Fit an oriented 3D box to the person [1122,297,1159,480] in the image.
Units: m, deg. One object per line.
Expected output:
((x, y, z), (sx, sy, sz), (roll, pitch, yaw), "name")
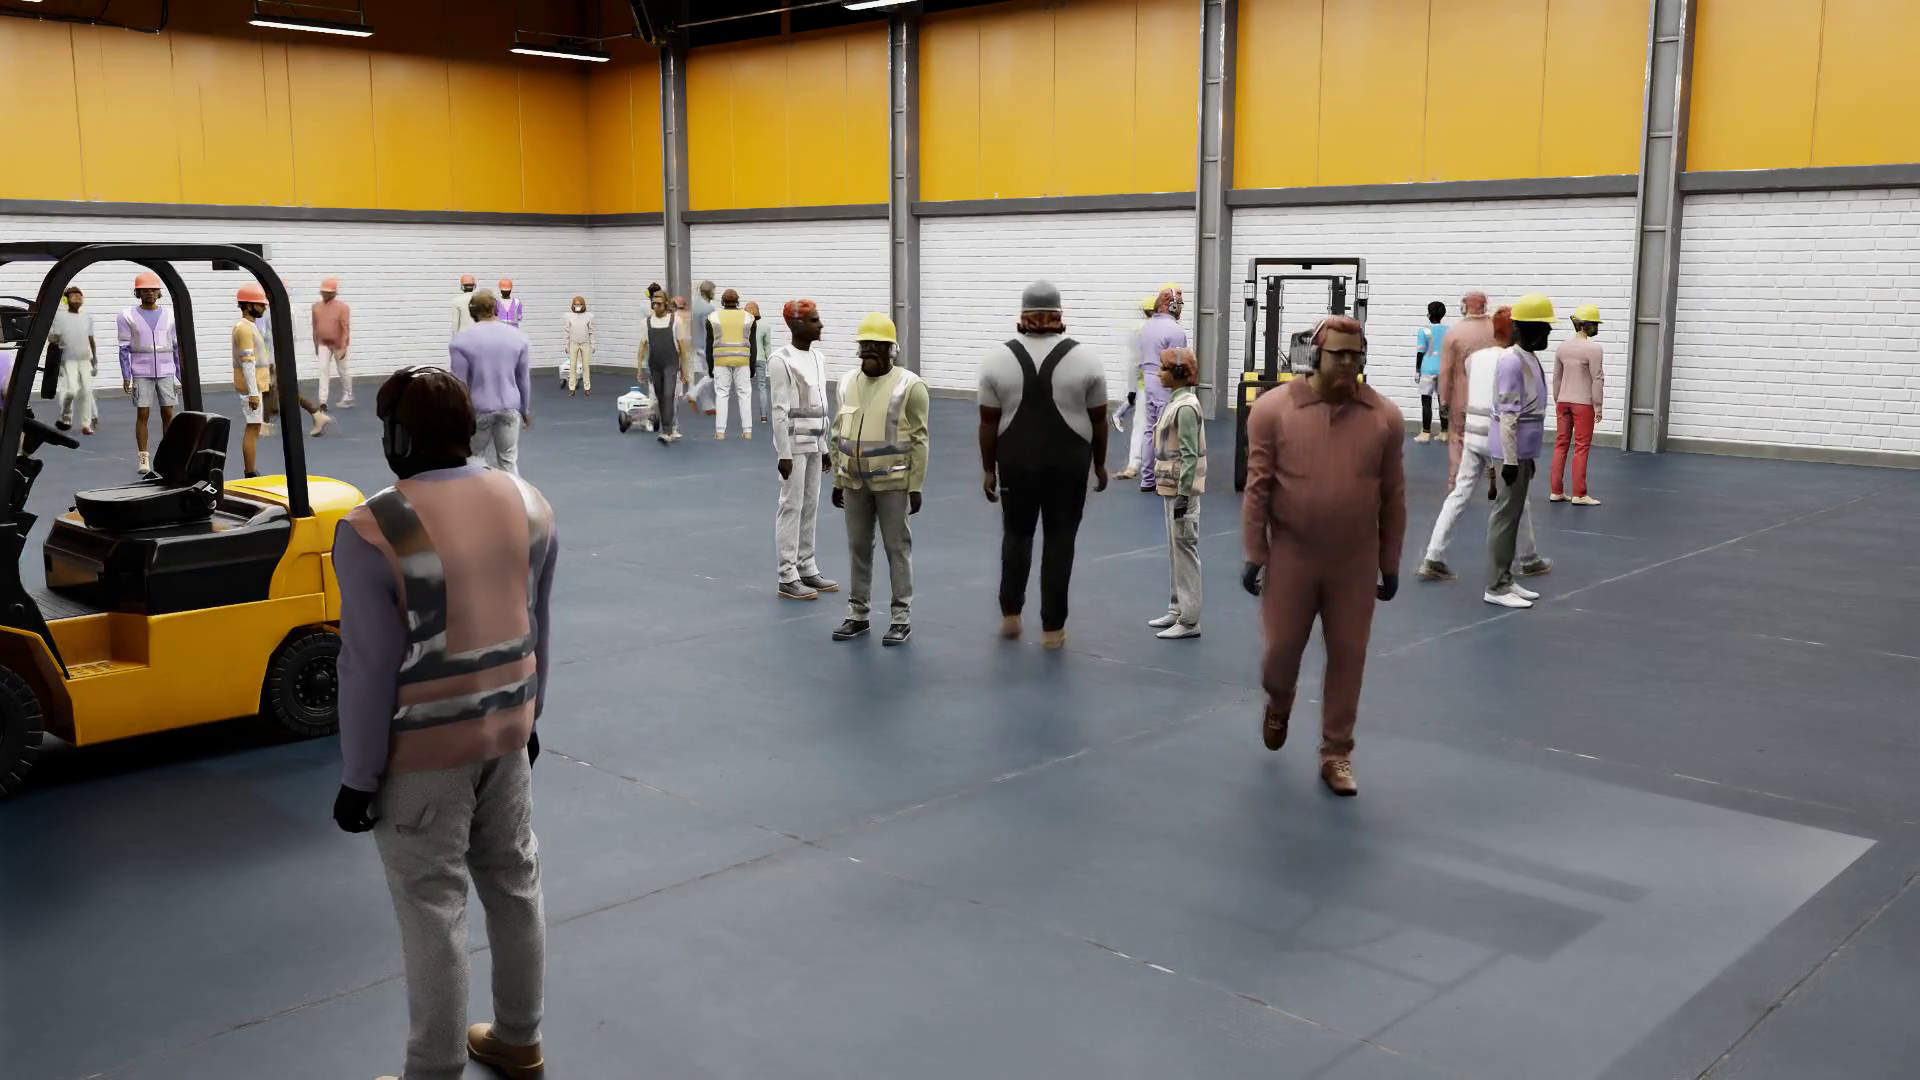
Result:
((1.878, -1.501, 16.477), (0.430, 1.812, 0.851), (9, 13, 43), "person")

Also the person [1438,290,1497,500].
((4.561, -1.255, 14.658), (0.672, 1.894, 0.595), (-1, 9, -5), "person")

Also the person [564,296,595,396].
((-6.209, -3.164, 27.157), (0.500, 1.633, 0.286), (-2, 10, -14), "person")

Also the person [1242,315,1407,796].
((1.462, 0.041, 6.695), (0.665, 1.890, 0.592), (0, 9, 2), "person")

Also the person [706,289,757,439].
((-2.786, -2.137, 20.272), (0.622, 1.835, 0.430), (-2, 10, -13), "person")

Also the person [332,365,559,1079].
((-1.266, 0.498, 4.065), (0.429, 1.845, 0.622), (6, 11, 31), "person")

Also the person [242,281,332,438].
((-8.276, -2.237, 20.365), (0.971, 2.011, 0.607), (-4, 10, -24), "person")

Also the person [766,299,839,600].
((-0.993, -0.574, 10.512), (0.355, 1.884, 0.575), (4, 10, 23), "person")

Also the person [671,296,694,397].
((-4.513, -3.132, 26.942), (0.310, 1.640, 0.514), (8, 12, 41), "person")

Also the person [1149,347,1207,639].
((1.231, -0.265, 9.364), (0.310, 1.638, 0.522), (0, 9, 0), "person")

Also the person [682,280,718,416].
((-3.593, -2.678, 23.296), (0.541, 1.922, 0.630), (-4, 10, -23), "person")

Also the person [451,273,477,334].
((-7.746, -3.216, 26.366), (0.608, 1.996, 0.375), (-6, 11, -31), "person")

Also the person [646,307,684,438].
((-3.639, -2.070, 20.478), (0.518, 1.625, 0.447), (-8, 12, -41), "person")

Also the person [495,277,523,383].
((-7.525, -3.391, 27.648), (0.543, 1.928, 0.374), (-4, 10, -24), "person")

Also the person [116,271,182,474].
((-8.191, -1.697, 16.895), (0.608, 2.048, 0.370), (-7, 11, -36), "person")

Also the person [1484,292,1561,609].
((3.458, -0.554, 10.258), (0.388, 1.926, 0.590), (5, 11, 29), "person")

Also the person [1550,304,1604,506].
((5.449, -1.187, 14.634), (0.322, 1.765, 0.533), (-4, 10, -25), "person")

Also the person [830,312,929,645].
((-0.467, -0.338, 9.206), (0.598, 1.836, 0.404), (5, 10, 26), "person")

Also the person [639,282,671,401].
((-4.550, -2.910, 24.876), (0.518, 1.873, 0.328), (-4, 10, -25), "person")

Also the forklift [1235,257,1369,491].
((3.309, -1.629, 16.029), (1.214, 2.155, 2.313), (2, 9, 11), "forklift")

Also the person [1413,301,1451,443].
((5.668, -2.000, 19.854), (0.537, 1.691, 0.321), (-3, 10, -18), "person")

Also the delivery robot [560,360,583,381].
((-6.743, -2.965, 28.946), (0.477, 0.478, 0.707), (-1, 9, -3), "delivery robot")

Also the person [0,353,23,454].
((-6.516, -0.610, 10.982), (0.604, 1.803, 0.915), (-5, 11, -30), "person")

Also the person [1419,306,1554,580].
((3.521, -0.629, 11.044), (1.015, 1.837, 0.577), (-5, 10, -27), "person")

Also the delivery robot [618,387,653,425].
((-4.166, -1.721, 21.320), (0.477, 0.478, 0.707), (-4, 10, -21), "delivery robot")

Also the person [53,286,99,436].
((-11.012, -2.223, 20.705), (0.507, 1.857, 0.538), (8, 12, 39), "person")

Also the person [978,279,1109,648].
((0.486, -0.446, 9.246), (0.695, 2.000, 0.691), (2, 9, 11), "person")

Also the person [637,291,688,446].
((-3.524, -2.005, 19.502), (0.547, 1.803, 0.908), (1, 9, 7), "person")

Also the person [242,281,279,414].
((-9.896, -2.726, 23.633), (0.569, 1.899, 0.911), (-3, 10, -19), "person")

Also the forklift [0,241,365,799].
((-3.706, -0.171, 7.093), (1.214, 2.155, 2.313), (9, 13, 43), "forklift")

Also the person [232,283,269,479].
((-6.583, -1.421, 15.548), (0.372, 1.933, 0.552), (-4, 10, -22), "person")

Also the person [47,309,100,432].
((-11.454, -2.199, 21.416), (0.498, 1.577, 0.844), (0, 9, -1), "person")

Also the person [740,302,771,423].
((-2.789, -2.385, 22.381), (0.508, 1.632, 0.270), (-4, 10, -21), "person")

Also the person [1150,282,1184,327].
((2.247, -1.818, 18.008), (0.380, 1.924, 0.593), (7, 11, 36), "person")

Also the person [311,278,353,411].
((-9.254, -2.877, 24.491), (0.624, 1.941, 0.965), (1, 9, 4), "person")

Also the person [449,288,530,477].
((-3.667, -1.002, 13.034), (0.645, 1.918, 0.488), (-5, 10, -27), "person")

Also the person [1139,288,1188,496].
((1.902, -1.355, 15.262), (0.402, 1.902, 0.640), (-4, 10, -24), "person")

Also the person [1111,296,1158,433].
((2.295, -2.170, 20.762), (0.808, 1.741, 0.533), (8, 12, 39), "person")
